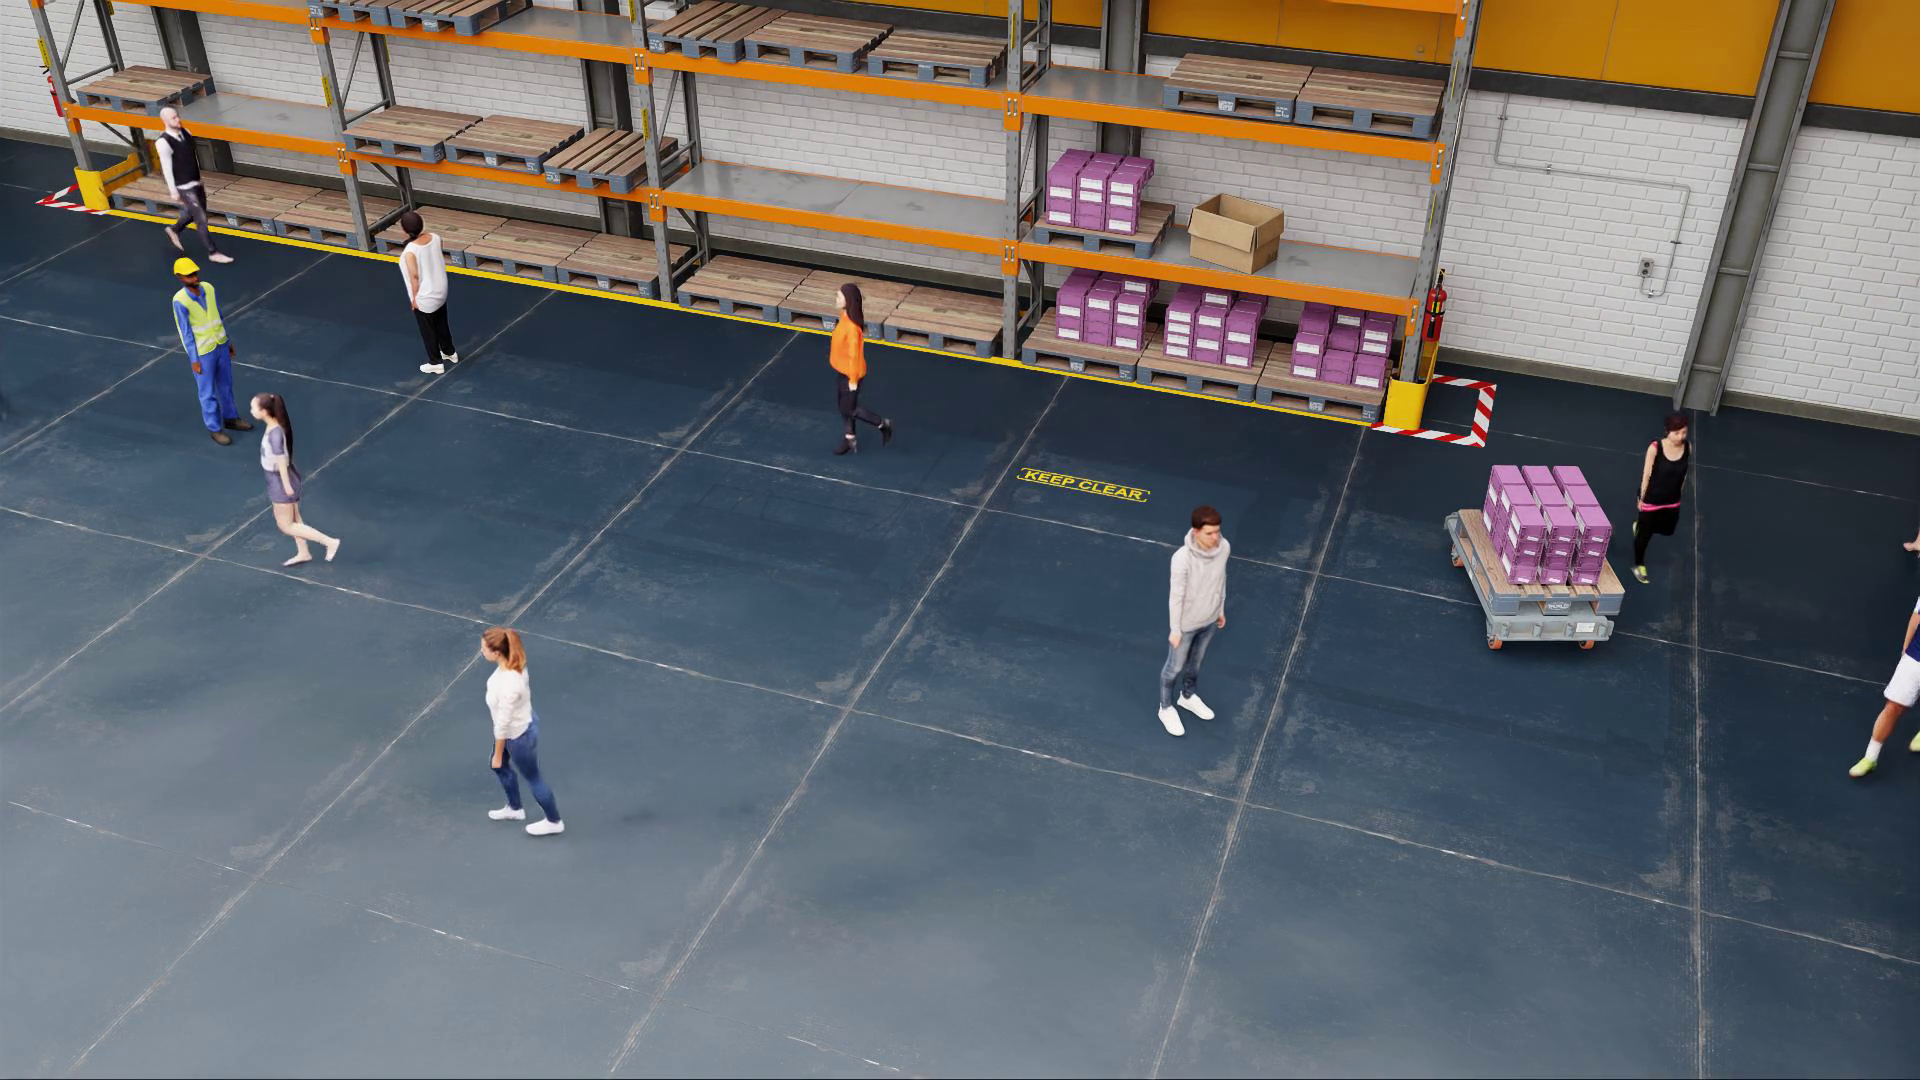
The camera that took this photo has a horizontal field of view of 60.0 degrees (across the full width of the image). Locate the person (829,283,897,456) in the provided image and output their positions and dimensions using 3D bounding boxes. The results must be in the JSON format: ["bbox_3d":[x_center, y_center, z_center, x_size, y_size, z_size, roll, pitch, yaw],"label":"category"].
[{"bbox_3d":[-0.919,-1.530,15.171,0.960,1.737,0.863,-8,34,-11],"label":"person"}]

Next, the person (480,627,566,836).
[{"bbox_3d":[-2.819,1.283,10.967,0.875,1.706,0.795,-7,34,-10],"label":"person"}]

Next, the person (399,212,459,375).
[{"bbox_3d":[-5.361,-2.498,16.672,0.594,1.687,0.655,13,36,18],"label":"person"}]

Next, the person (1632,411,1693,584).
[{"bbox_3d":[5.710,-0.407,13.661,0.800,1.539,0.792,-5,34,-8],"label":"person"}]

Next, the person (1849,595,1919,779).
[{"bbox_3d":[6.814,0.836,11.557,1.050,1.796,1.187,-27,42,-34],"label":"person"}]

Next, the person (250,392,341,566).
[{"bbox_3d":[-5.472,-0.494,13.701,0.869,1.638,0.793,-8,34,-12],"label":"person"}]

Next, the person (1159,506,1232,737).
[{"bbox_3d":[1.681,0.535,11.959,0.759,1.852,0.783,-21,39,-28],"label":"person"}]

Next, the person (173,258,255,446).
[{"bbox_3d":[-7.004,-1.792,15.497,0.562,1.812,0.673,13,36,19],"label":"person"}]

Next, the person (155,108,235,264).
[{"bbox_3d":[-8.808,-4.001,18.833,1.137,1.798,0.783,7,34,10],"label":"person"}]
